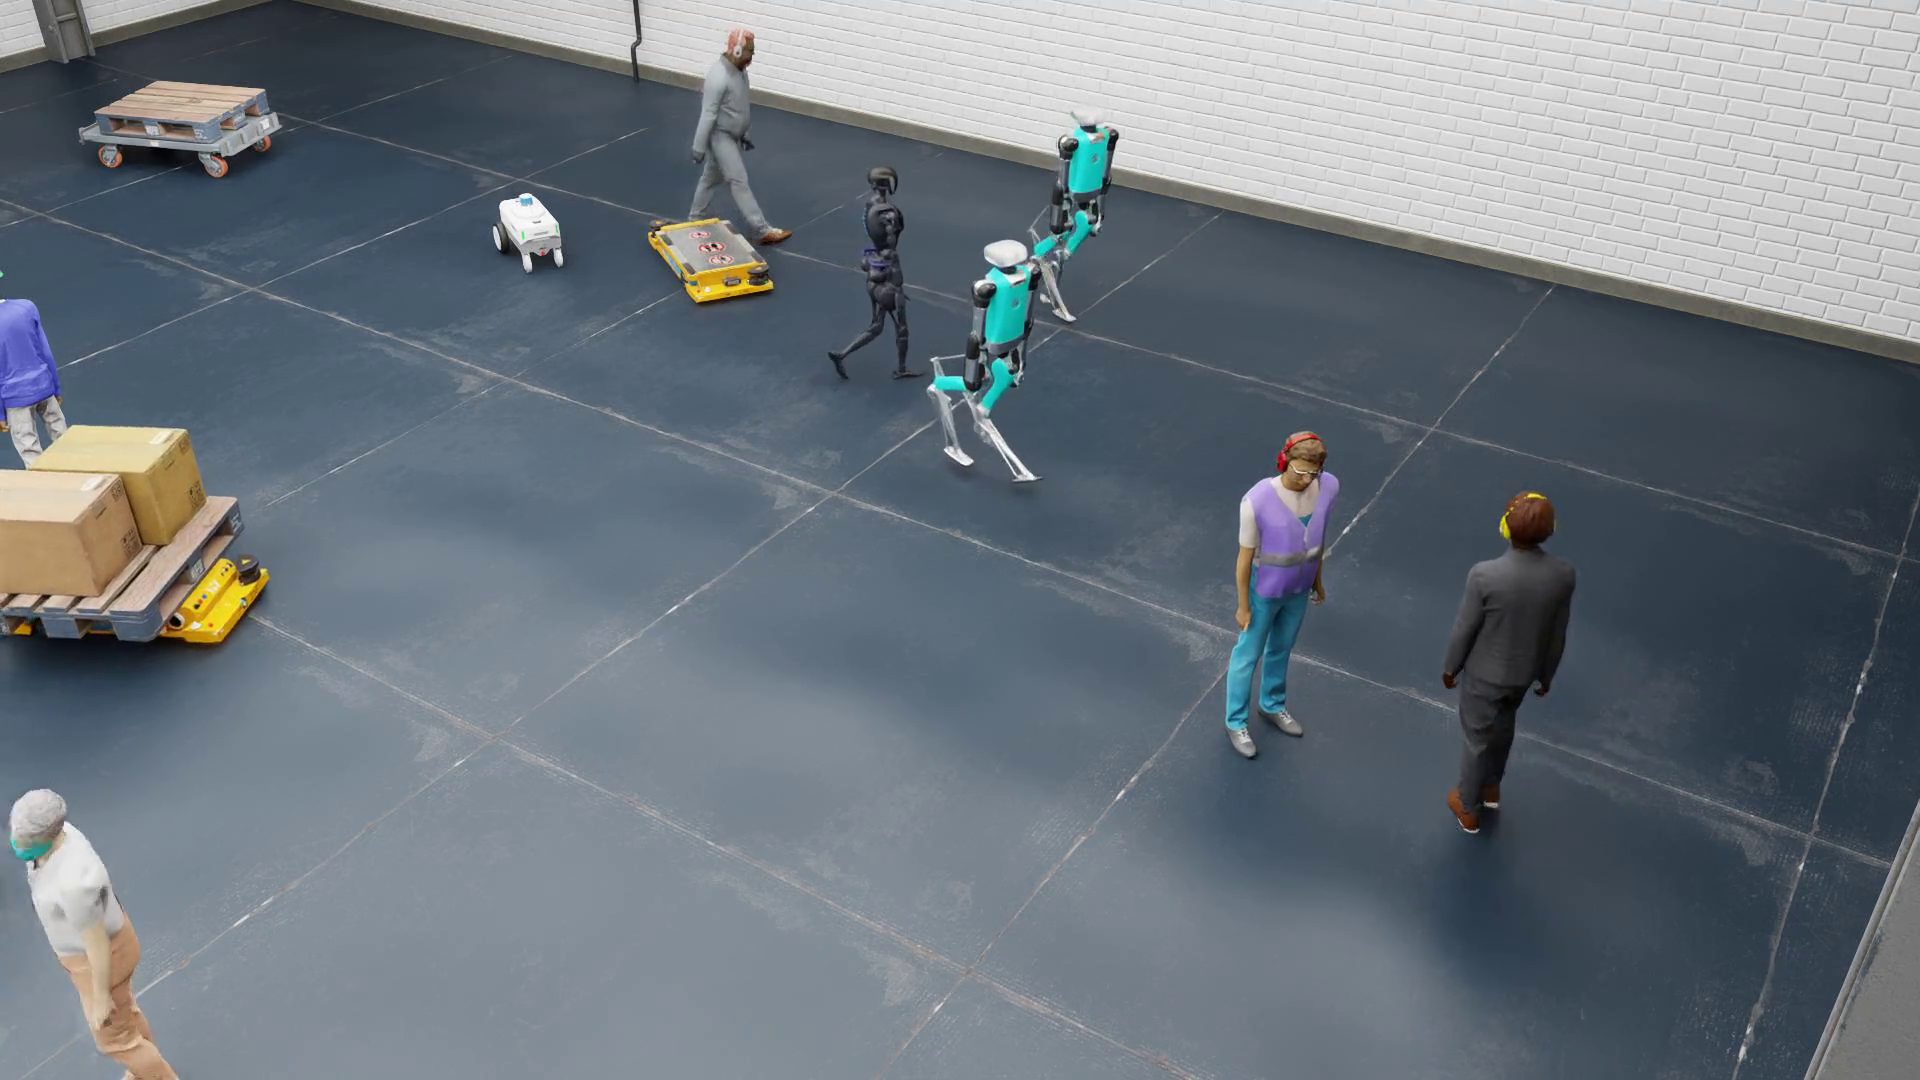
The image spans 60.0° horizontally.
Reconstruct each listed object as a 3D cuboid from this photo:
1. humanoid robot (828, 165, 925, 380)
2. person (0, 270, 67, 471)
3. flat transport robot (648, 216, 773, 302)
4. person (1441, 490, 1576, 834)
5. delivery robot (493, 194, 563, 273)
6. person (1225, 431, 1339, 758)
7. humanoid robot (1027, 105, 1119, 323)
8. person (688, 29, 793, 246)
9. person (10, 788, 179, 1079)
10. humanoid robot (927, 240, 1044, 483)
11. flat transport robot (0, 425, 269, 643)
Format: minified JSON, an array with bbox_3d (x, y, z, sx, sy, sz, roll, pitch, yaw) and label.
[{"bbox_3d":[-0.611,-1.888,11.914,0.695,1.622,0.585,-10,34,-15],"label":"humanoid robot"},{"bbox_3d":[-5.719,-0.881,10.159,0.381,1.865,0.457,18,37,25],"label":"person"},{"bbox_3d":[-2.112,-2.384,13.966,0.659,0.231,1.431,-14,35,-20],"label":"flat transport robot"},{"bbox_3d":[2.541,0.563,7.904,0.519,1.860,0.513,-2,33,-3],"label":"person"},{"bbox_3d":[-3.641,-2.642,14.091,0.499,0.581,0.774,-16,36,-23],"label":"delivery robot"},{"bbox_3d":[1.612,0.243,8.429,0.563,1.837,0.397,-17,36,-24],"label":"person"},{"bbox_3d":[0.771,-2.499,12.879,0.554,1.877,0.813,-22,39,-30],"label":"humanoid robot"},{"bbox_3d":[-1.947,-3.400,14.100,1.008,1.823,0.670,4,33,6],"label":"person"},{"bbox_3d":[-3.333,1.619,6.399,0.344,1.721,0.526,-21,38,-29],"label":"person"},{"bbox_3d":[0.130,-1.147,10.688,0.547,1.729,1.018,-27,42,-36],"label":"humanoid robot"},{"bbox_3d":[-4.899,0.318,9.761,1.431,0.231,0.659,2,33,4],"label":"flat transport robot"}]
